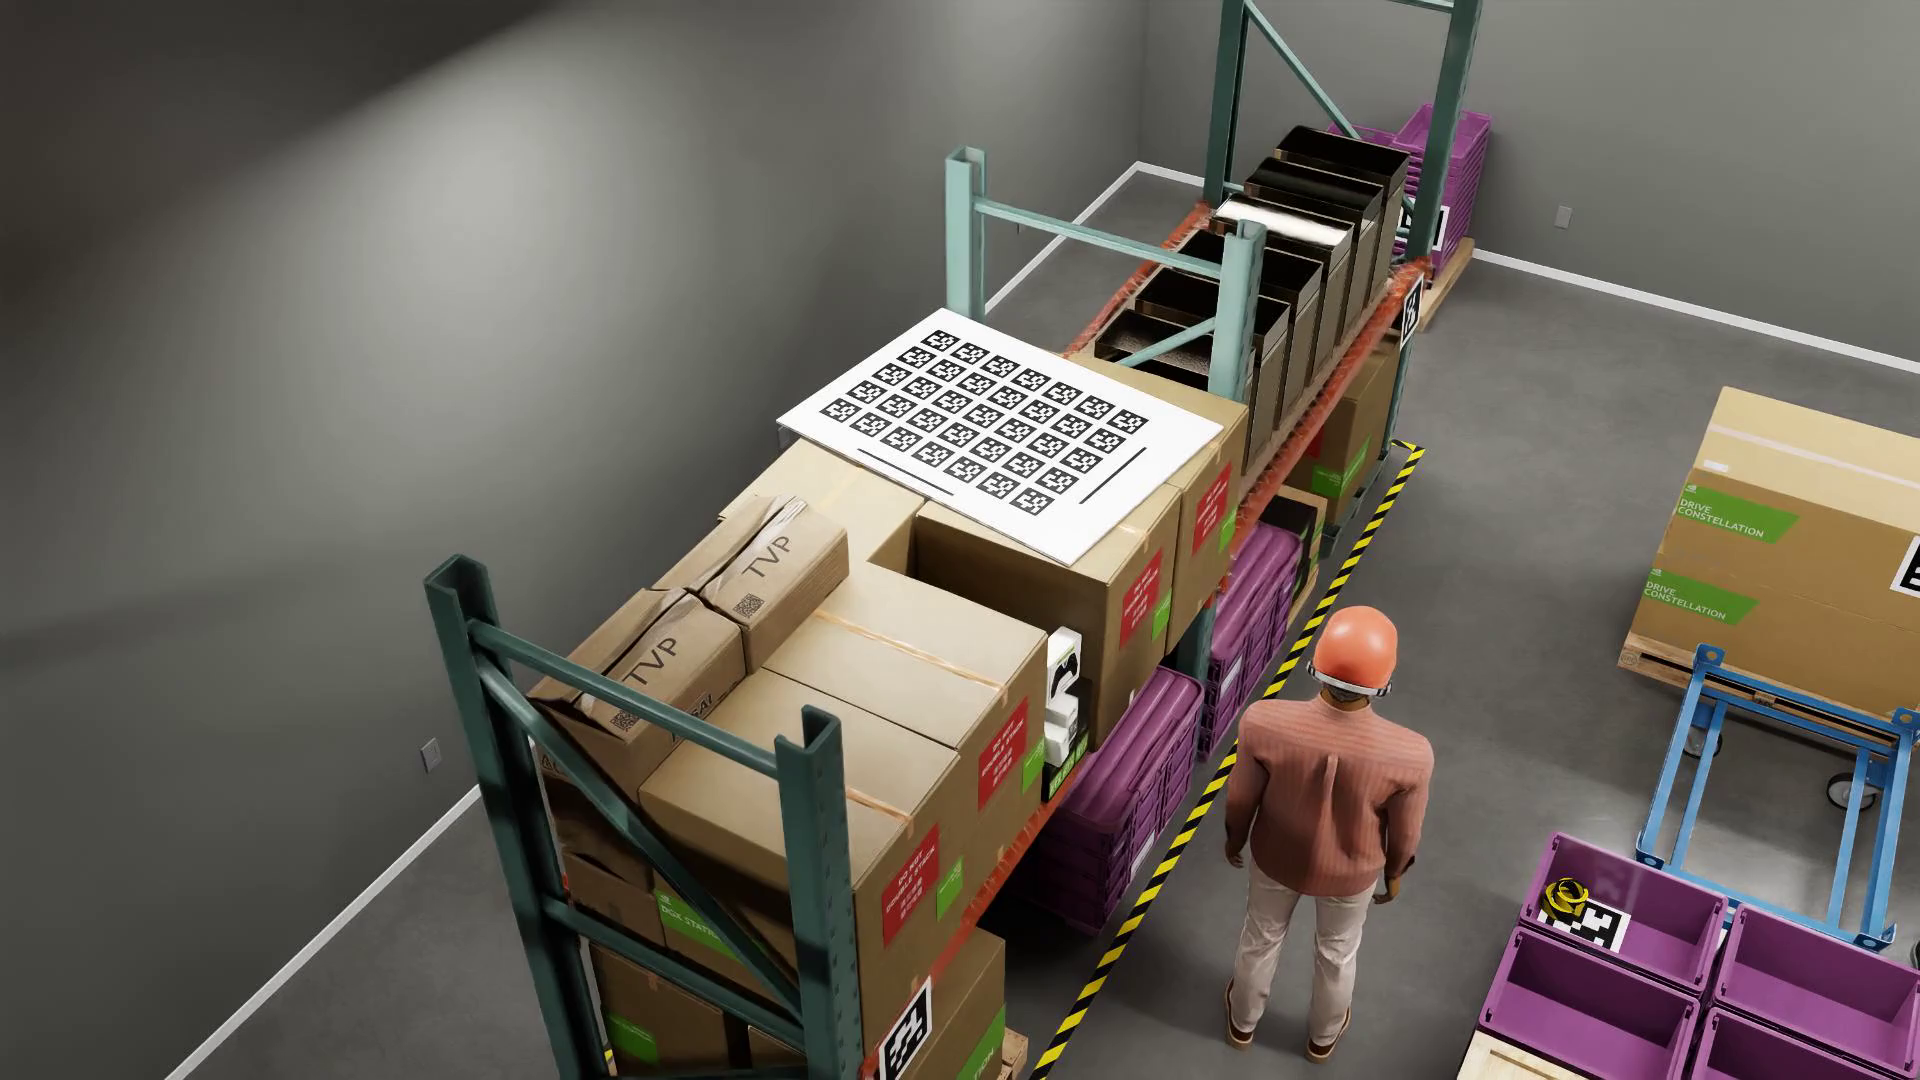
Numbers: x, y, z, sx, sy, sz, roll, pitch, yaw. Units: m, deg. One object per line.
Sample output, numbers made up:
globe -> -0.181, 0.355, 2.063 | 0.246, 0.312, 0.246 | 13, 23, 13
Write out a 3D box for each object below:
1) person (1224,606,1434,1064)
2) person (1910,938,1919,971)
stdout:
person -> 1.150, 0.993, 5.371 | 0.608, 1.994, 0.377 | 10, 41, 12
person -> 3.708, 0.949, 5.546 | 0.590, 1.834, 0.403 | 22, 45, 24
